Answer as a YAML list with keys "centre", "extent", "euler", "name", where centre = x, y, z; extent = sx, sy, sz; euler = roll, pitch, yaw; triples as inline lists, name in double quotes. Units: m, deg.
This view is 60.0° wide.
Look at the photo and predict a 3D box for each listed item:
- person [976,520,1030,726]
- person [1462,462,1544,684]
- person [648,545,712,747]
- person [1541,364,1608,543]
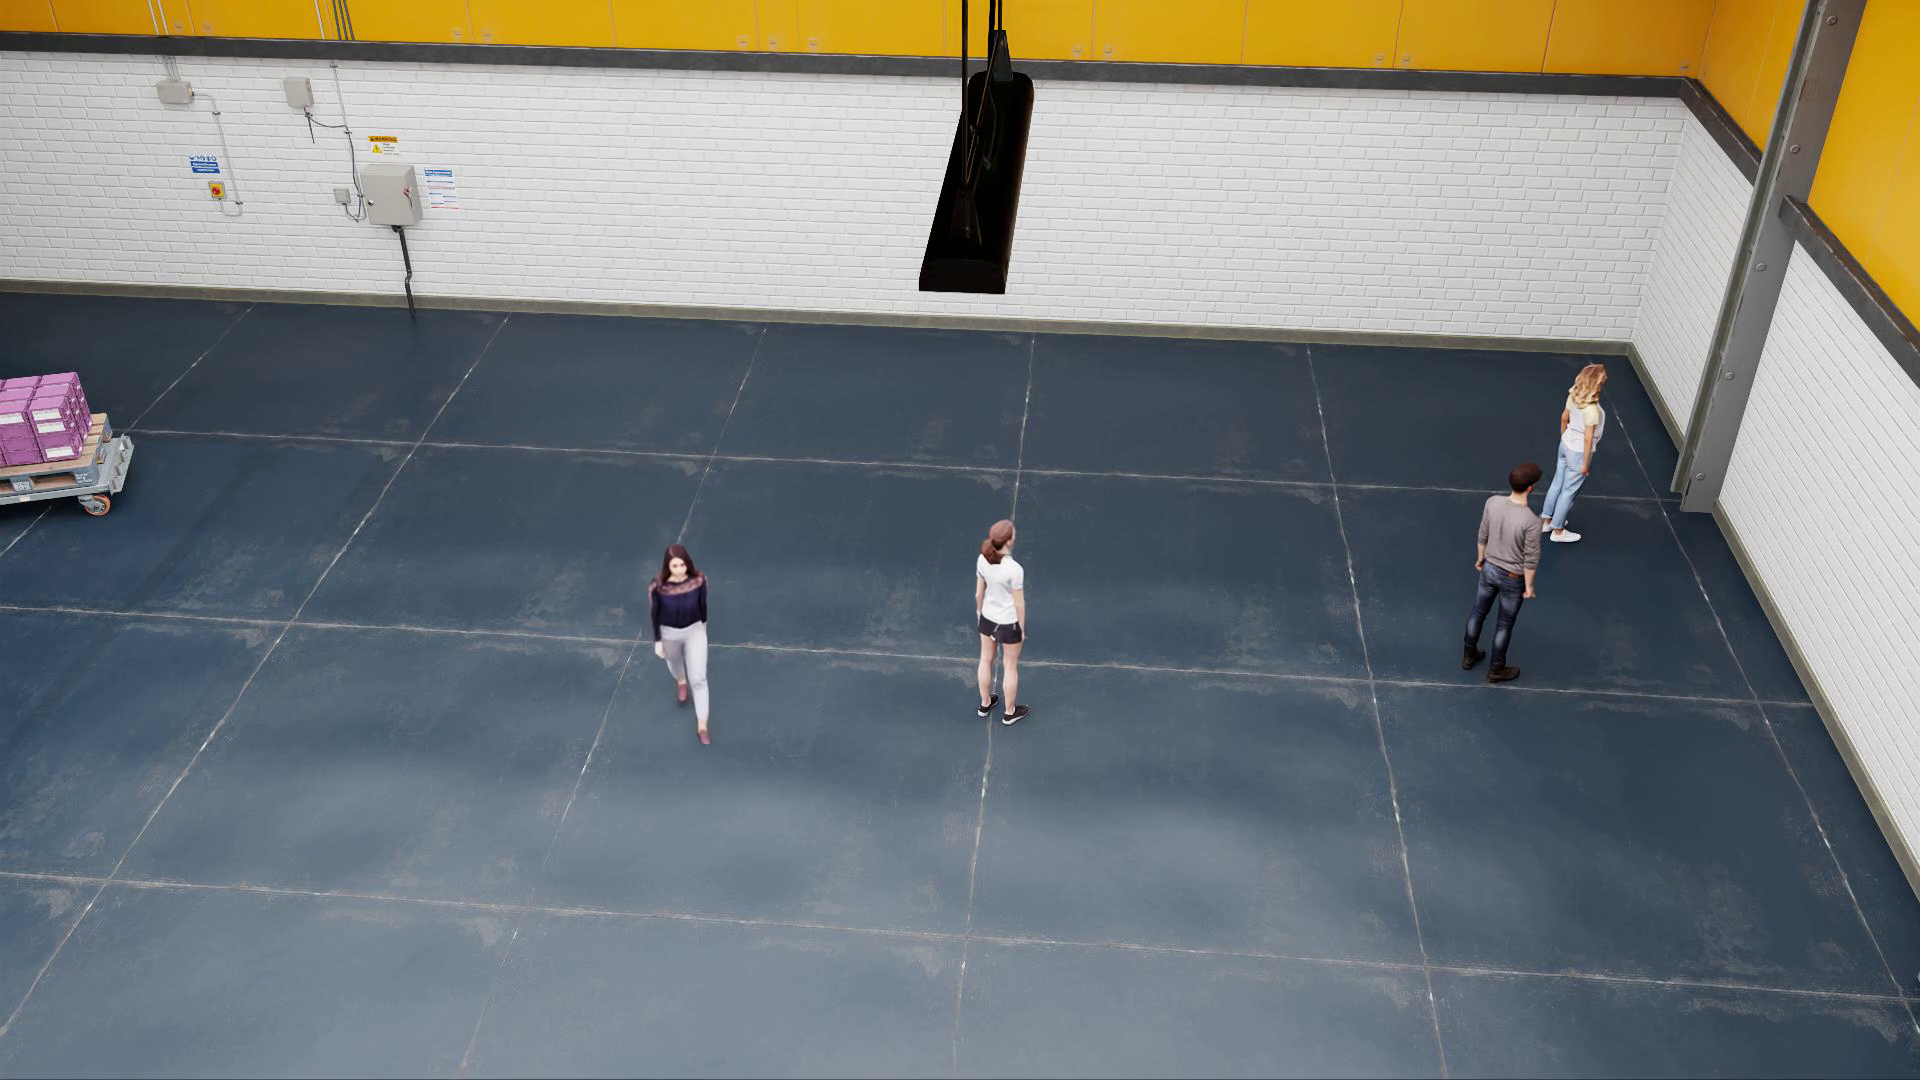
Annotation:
- centre: [0.303, 0.614, 12.506]
  extent: [0.650, 1.752, 0.677]
  euler: [20, 38, 27]
  name: "person"
- centre: [4.220, 0.252, 12.913]
  extent: [0.827, 1.904, 0.759]
  euler: [-23, 40, -31]
  name: "person"
- centre: [-2.118, 0.703, 12.548]
  extent: [0.850, 1.556, 1.173]
  euler: [-8, 34, -12]
  name: "person"
- centre: [5.408, -0.776, 14.623]
  extent: [0.742, 1.722, 0.568]
  euler: [-5, 34, -8]
  name: "person"
